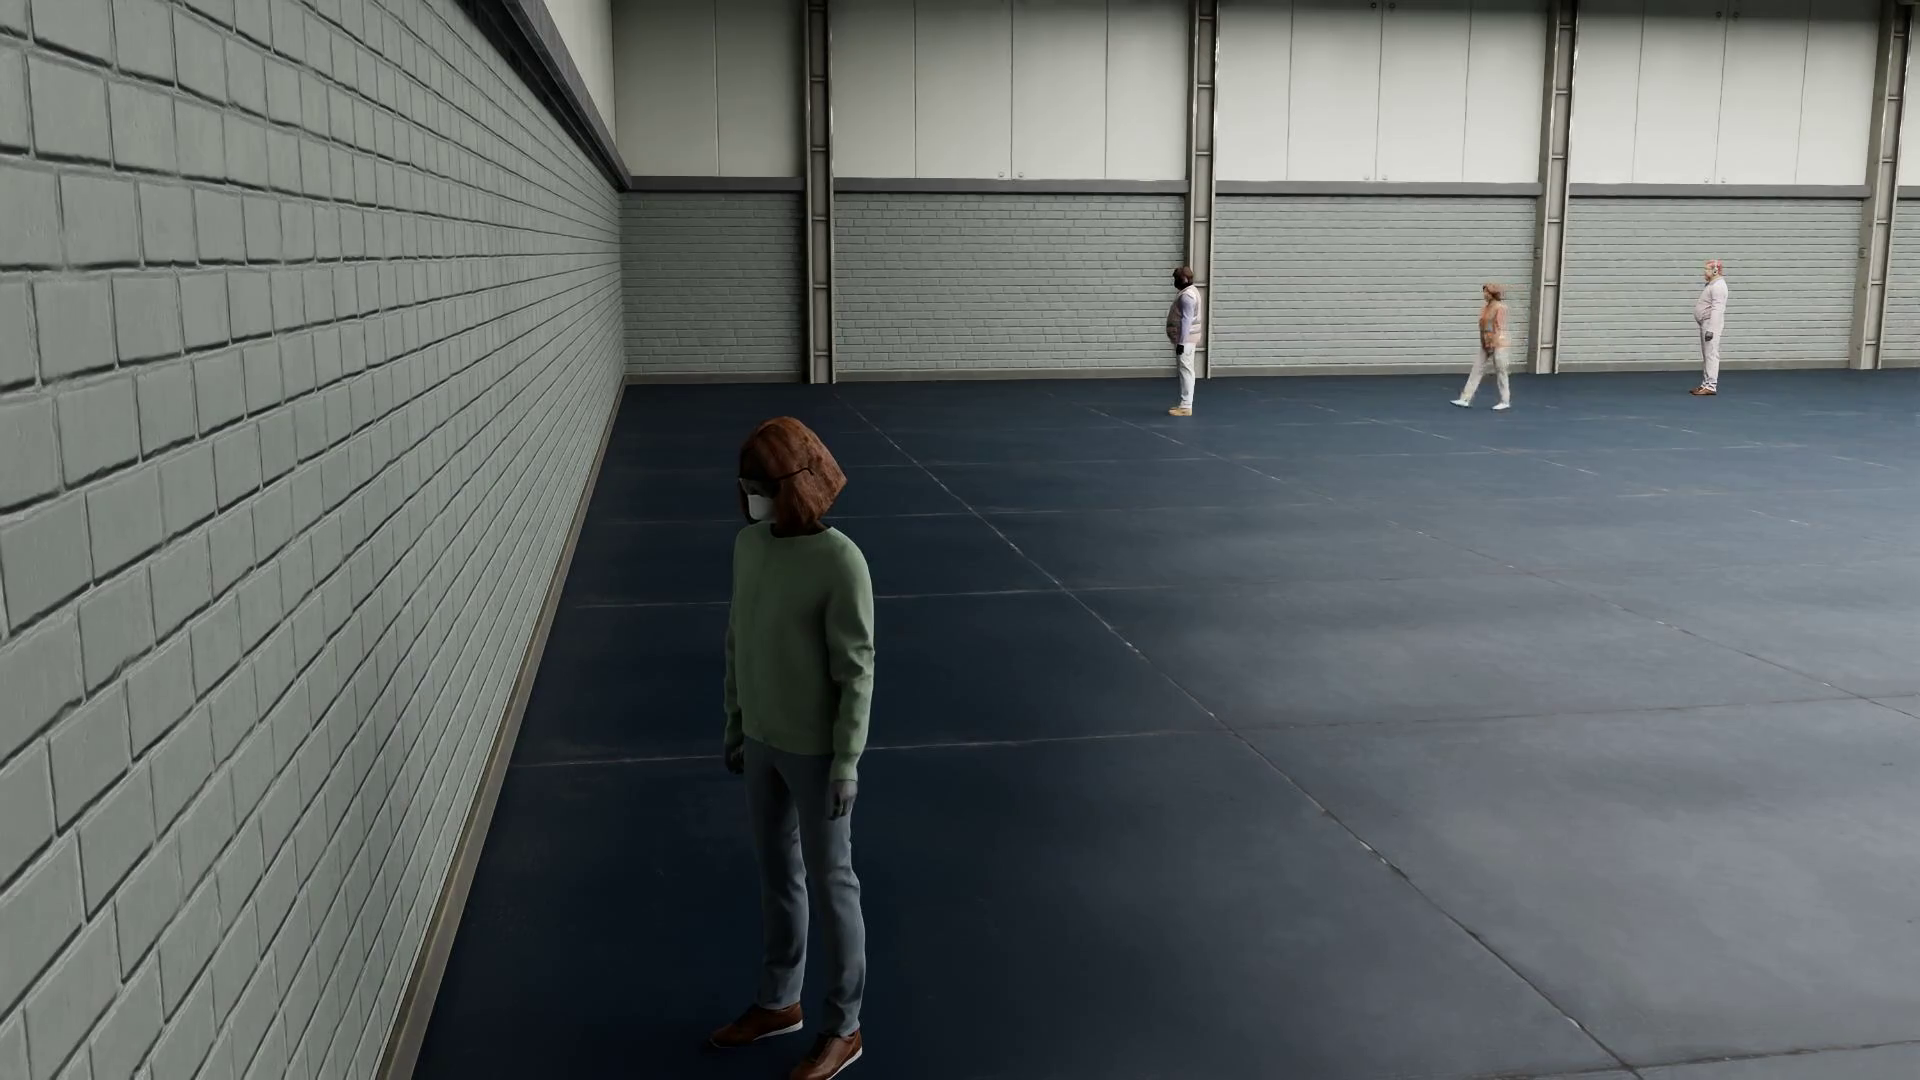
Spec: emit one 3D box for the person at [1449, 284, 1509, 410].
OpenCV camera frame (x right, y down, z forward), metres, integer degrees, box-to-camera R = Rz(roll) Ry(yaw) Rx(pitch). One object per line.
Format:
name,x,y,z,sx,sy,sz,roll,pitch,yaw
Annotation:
person,6.682,-2.448,21.170,0.819,1.599,0.531,-2,10,-12

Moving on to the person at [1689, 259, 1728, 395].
person,10.568,-2.996,23.467,0.410,1.912,0.643,3,10,18

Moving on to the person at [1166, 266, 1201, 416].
person,2.760,-2.454,20.562,0.429,1.839,0.622,2,10,13

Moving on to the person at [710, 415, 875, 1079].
person,-0.410,0.510,4.076,0.283,1.633,0.499,-9,14,-43
